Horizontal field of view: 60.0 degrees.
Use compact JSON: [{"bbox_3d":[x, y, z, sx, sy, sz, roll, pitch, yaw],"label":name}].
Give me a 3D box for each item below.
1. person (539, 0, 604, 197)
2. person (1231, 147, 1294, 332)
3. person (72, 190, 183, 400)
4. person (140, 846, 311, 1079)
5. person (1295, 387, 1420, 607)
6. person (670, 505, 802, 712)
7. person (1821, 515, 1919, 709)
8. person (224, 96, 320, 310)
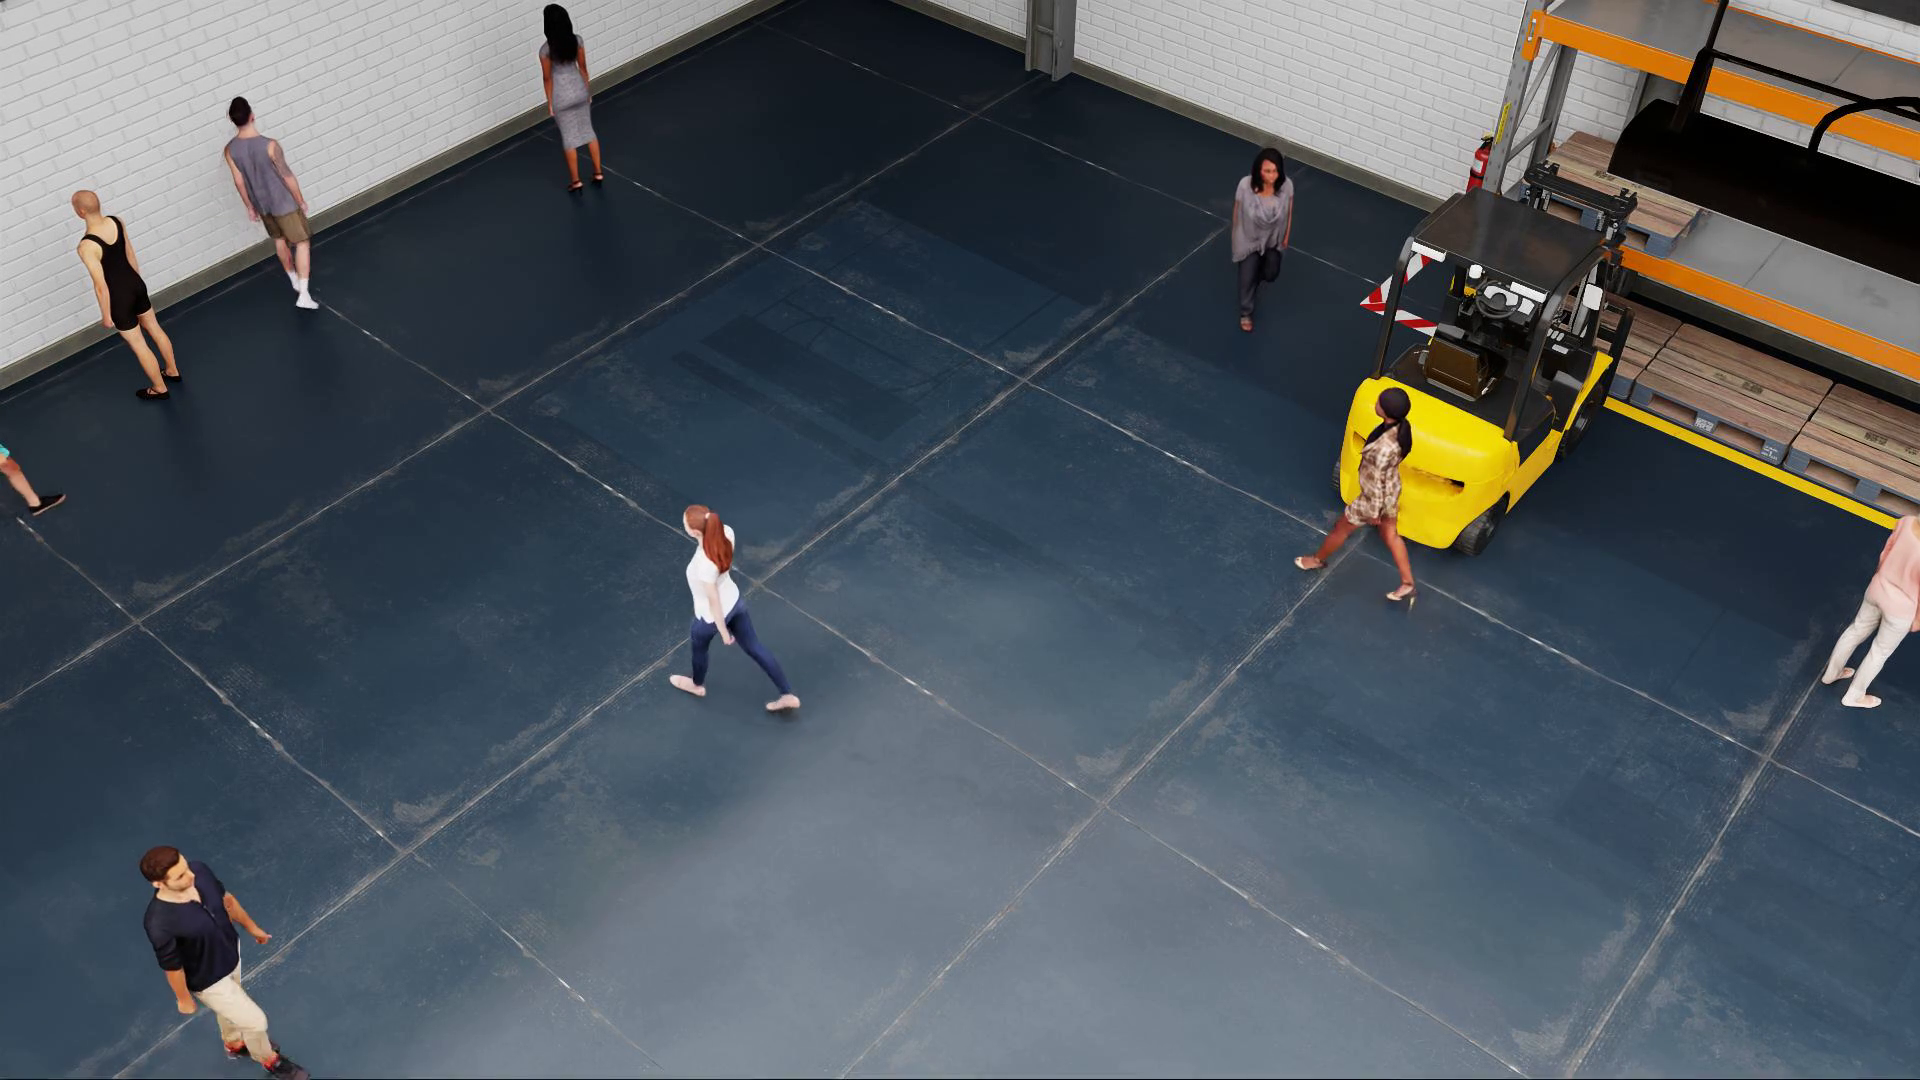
[{"bbox_3d":[-3.457,-3.906,14.789,0.626,1.778,0.600,-27,50,-25],"label":"person"},{"bbox_3d":[2.428,-2.500,13.449,0.917,1.591,0.961,0,44,0],"label":"person"},{"bbox_3d":[-6.332,-1.860,12.614,0.694,1.816,0.709,7,44,8],"label":"person"},{"bbox_3d":[-3.861,2.137,8.400,0.902,1.842,0.838,3,44,4],"label":"person"},{"bbox_3d":[2.836,-0.239,10.967,1.132,1.741,0.698,23,48,23],"label":"person"},{"bbox_3d":[-1.378,0.462,10.260,1.200,1.702,0.798,16,46,16],"label":"person"},{"bbox_3d":[5.829,0.352,10.359,0.744,1.725,0.647,-10,45,-11],"label":"person"},{"bbox_3d":[-5.590,-2.735,13.556,0.969,1.849,1.008,1,44,1],"label":"person"}]
